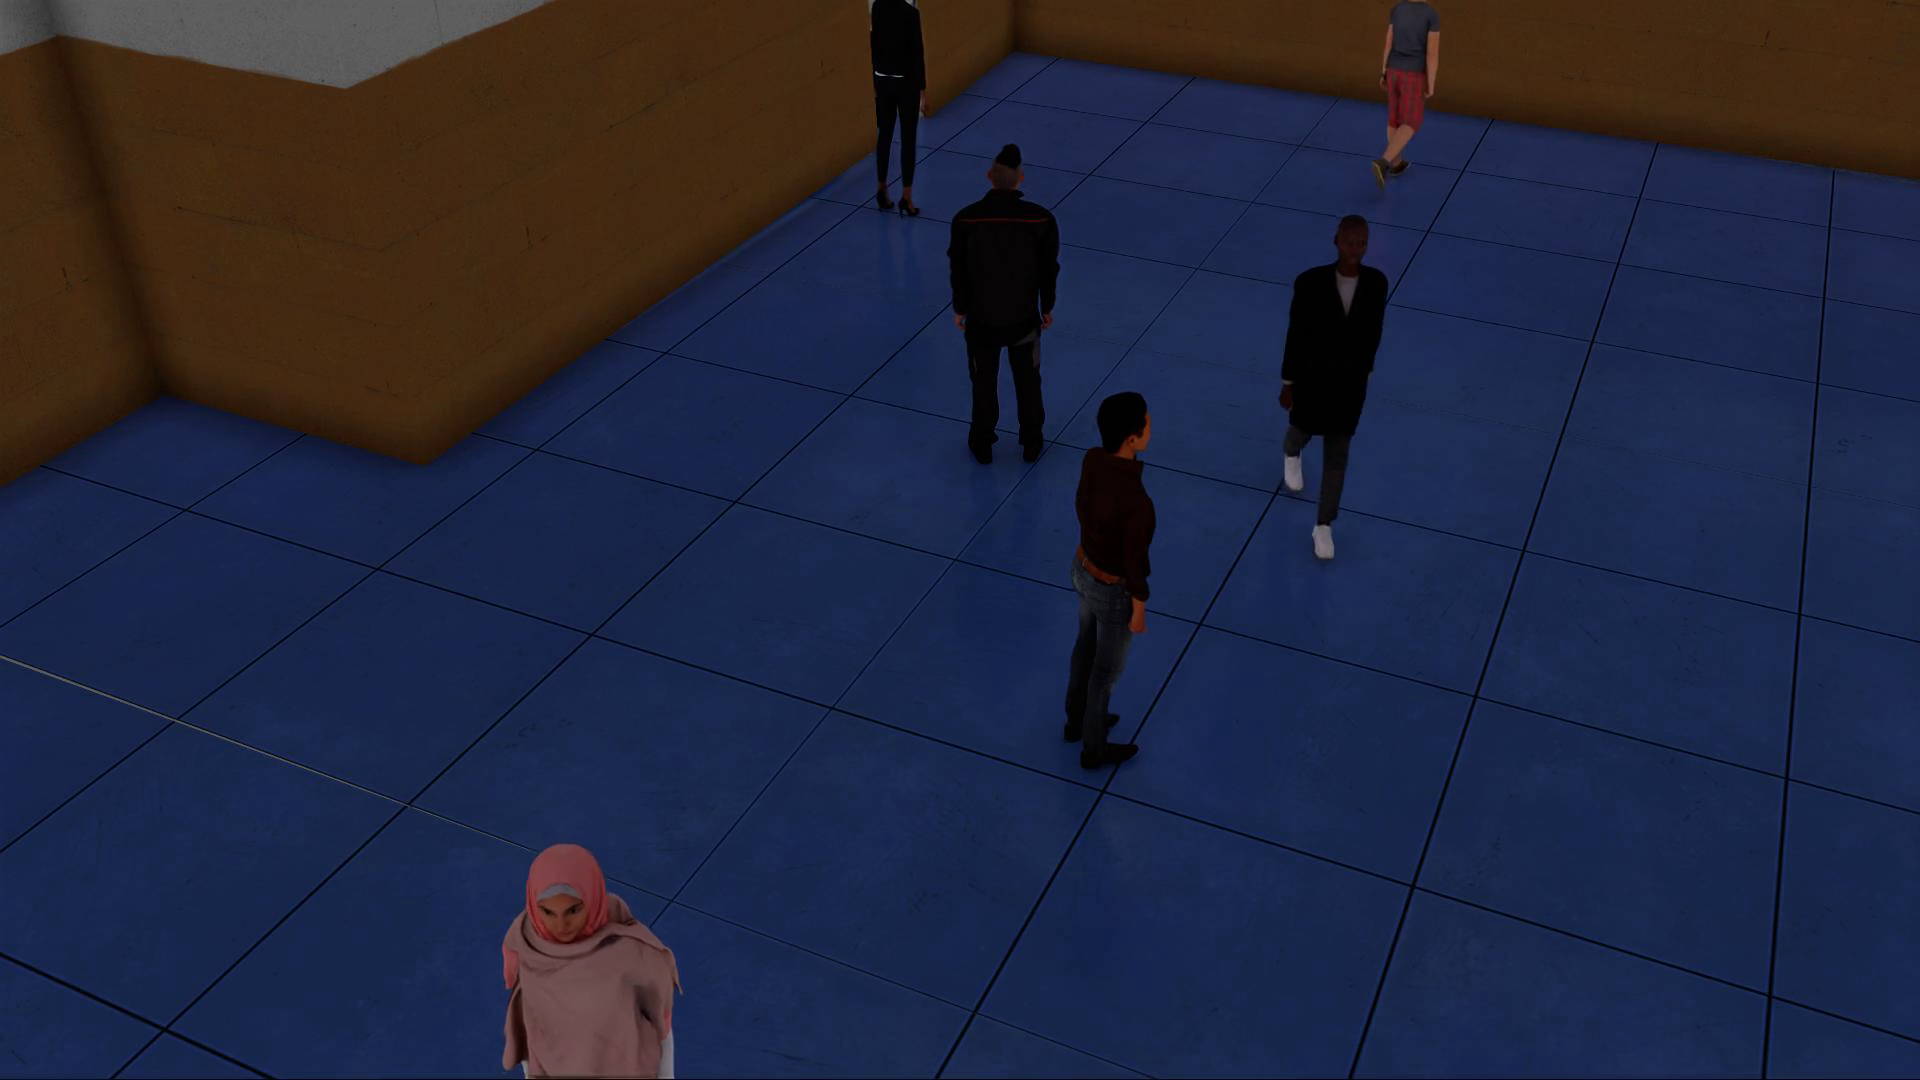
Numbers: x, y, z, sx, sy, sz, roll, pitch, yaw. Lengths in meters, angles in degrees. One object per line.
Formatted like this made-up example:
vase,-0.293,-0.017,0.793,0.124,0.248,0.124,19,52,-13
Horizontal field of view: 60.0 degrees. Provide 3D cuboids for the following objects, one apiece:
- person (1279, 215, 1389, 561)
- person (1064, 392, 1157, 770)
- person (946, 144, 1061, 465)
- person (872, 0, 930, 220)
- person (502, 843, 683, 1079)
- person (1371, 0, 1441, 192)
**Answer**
person,1.859,-0.852,8.514,1.182,1.729,1.011,1,34,2
person,0.601,0.178,6.922,0.755,1.778,0.678,-14,36,-20
person,0.242,-1.272,9.006,0.724,1.860,0.902,0,34,0
person,-0.451,-3.236,12.004,0.535,1.832,0.706,23,40,30
person,-1.045,1.567,4.811,0.621,1.803,0.752,4,34,6
person,3.321,-3.441,12.484,1.029,1.629,0.854,26,42,33
